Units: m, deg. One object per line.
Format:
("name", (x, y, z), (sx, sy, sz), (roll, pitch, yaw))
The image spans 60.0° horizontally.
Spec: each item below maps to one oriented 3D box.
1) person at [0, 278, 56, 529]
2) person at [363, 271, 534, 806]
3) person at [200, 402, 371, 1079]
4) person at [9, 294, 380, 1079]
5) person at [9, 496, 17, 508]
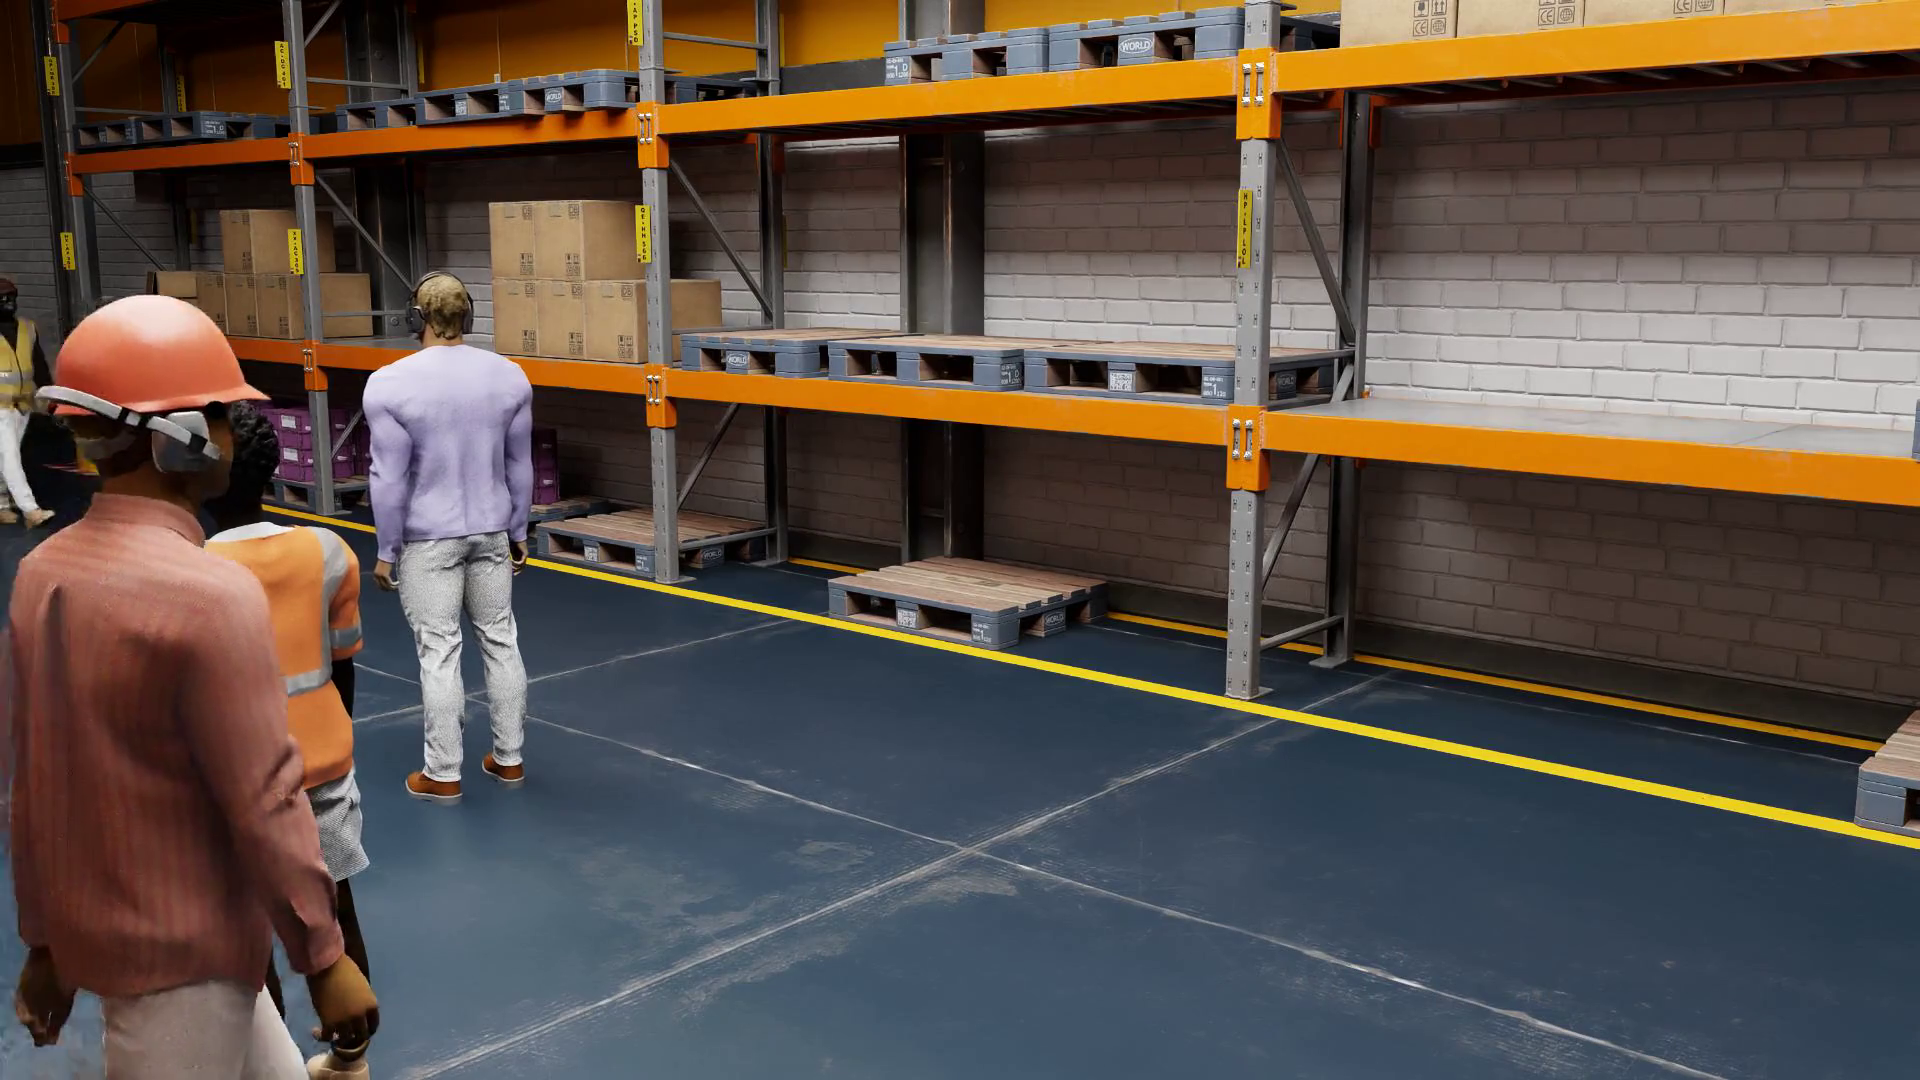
("person", (-6.845, -0.982, 12.047), (0.925, 1.796, 0.656), (4, 11, 21))
("person", (-1.852, -0.001, 6.079), (0.629, 1.940, 0.373), (-9, 13, -42))
("person", (-1.566, 0.534, 3.731), (0.320, 1.692, 0.531), (6, 12, 32))
("person", (-1.278, 0.612, 2.536), (0.600, 1.961, 0.984), (9, 13, 42))
("person", (-7.601, -1.162, 12.846), (0.348, 1.882, 0.584), (8, 13, 38))
